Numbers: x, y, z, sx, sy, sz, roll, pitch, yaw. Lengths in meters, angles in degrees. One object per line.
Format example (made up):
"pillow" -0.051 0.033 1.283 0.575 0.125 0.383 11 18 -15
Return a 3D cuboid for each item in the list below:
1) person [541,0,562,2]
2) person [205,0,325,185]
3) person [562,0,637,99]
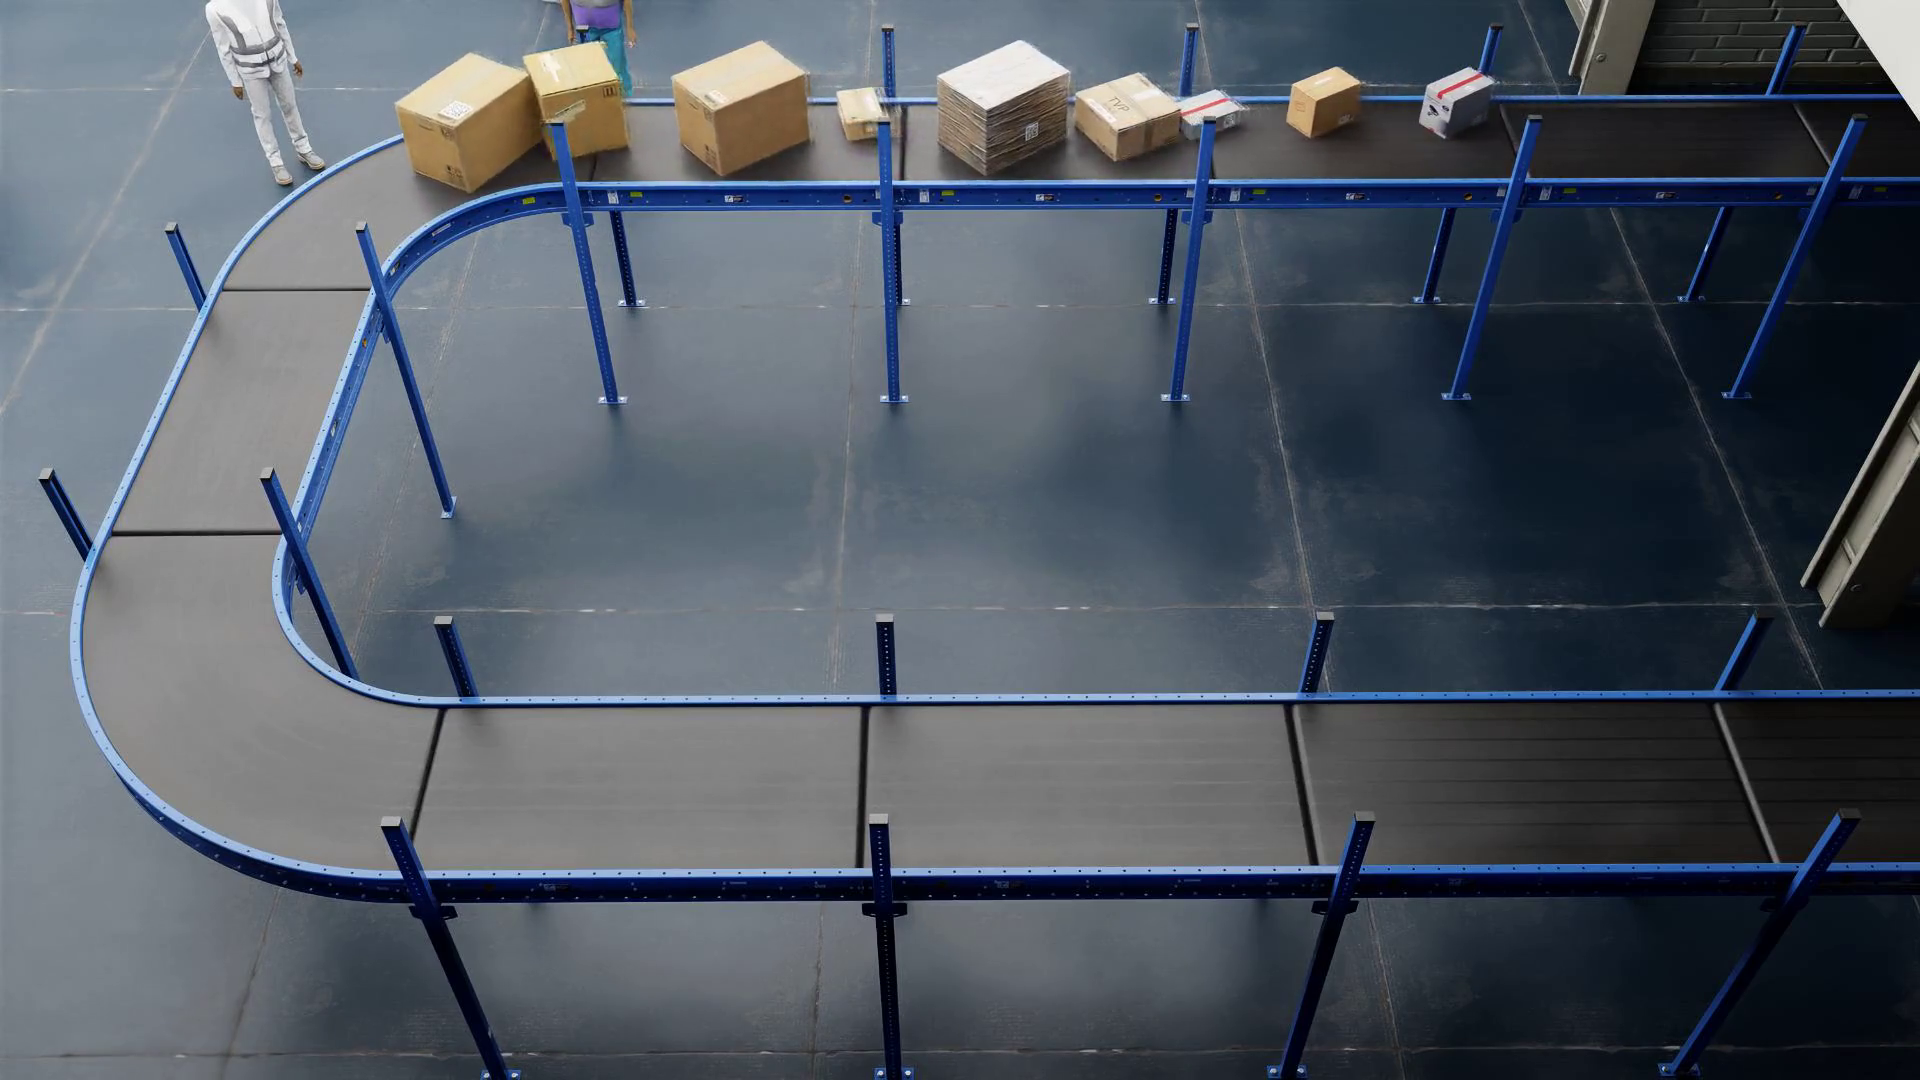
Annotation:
"person" -4.056 -5.739 15.380 0.928 1.827 0.535 19 50 17
"person" -5.445 -3.691 13.434 0.346 1.884 0.584 36 56 29
"person" -2.907 -4.174 13.917 0.564 1.837 0.396 1 47 1
